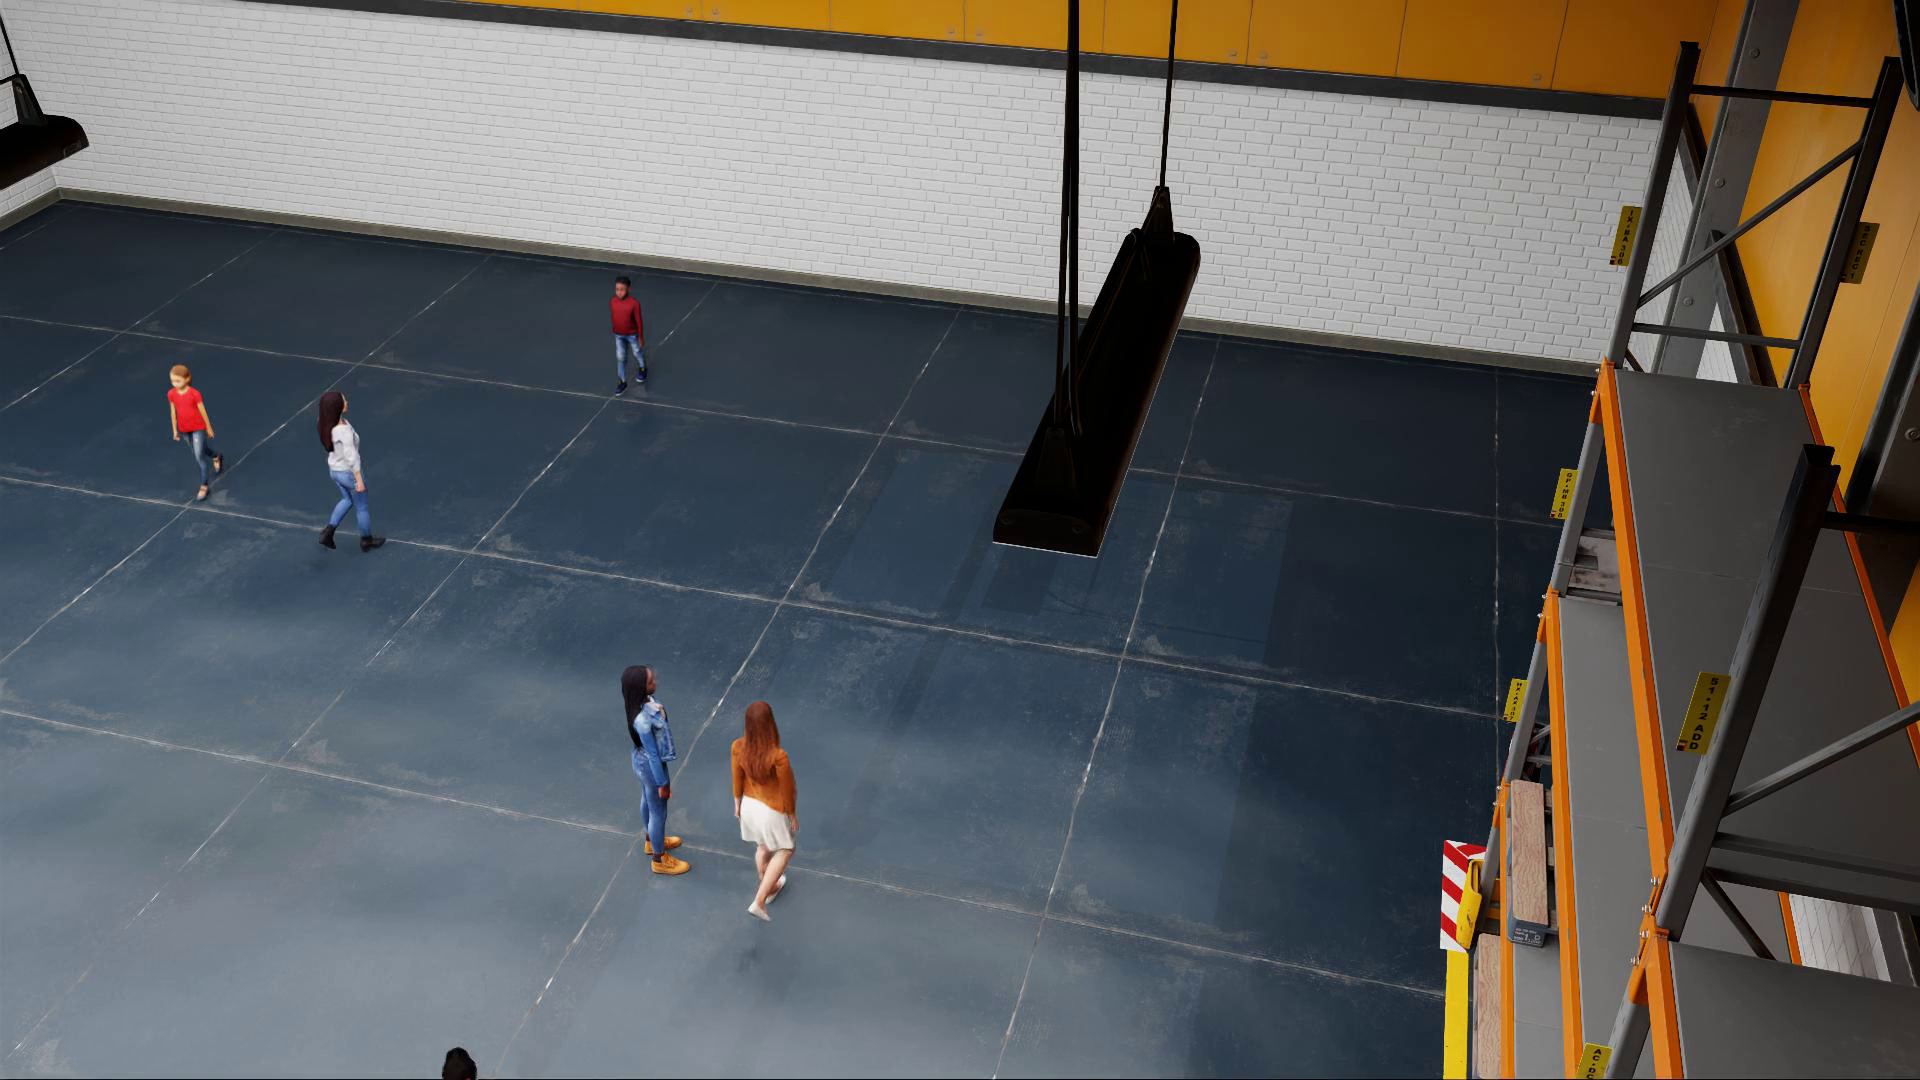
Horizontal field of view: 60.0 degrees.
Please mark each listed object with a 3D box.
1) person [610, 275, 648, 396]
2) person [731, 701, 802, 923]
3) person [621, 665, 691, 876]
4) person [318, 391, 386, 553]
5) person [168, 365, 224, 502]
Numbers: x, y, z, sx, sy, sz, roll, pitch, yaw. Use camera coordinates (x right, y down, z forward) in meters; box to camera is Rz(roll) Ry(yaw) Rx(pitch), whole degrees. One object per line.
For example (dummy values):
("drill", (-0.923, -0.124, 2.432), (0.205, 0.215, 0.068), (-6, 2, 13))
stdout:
("person", (-3.458, -2.205, 17.451), (0.521, 1.237, 0.756), (7, 34, 11))
("person", (-1.309, 1.830, 10.955), (0.712, 1.710, 0.868), (16, 37, 22))
("person", (-2.114, 1.550, 11.373), (0.737, 1.713, 0.631), (-10, 35, -15))
("person", (-5.468, -0.552, 14.621), (0.801, 1.617, 0.917), (26, 41, 33))
("person", (-7.222, -1.086, 15.722), (0.570, 1.290, 0.908), (4, 34, 6))
